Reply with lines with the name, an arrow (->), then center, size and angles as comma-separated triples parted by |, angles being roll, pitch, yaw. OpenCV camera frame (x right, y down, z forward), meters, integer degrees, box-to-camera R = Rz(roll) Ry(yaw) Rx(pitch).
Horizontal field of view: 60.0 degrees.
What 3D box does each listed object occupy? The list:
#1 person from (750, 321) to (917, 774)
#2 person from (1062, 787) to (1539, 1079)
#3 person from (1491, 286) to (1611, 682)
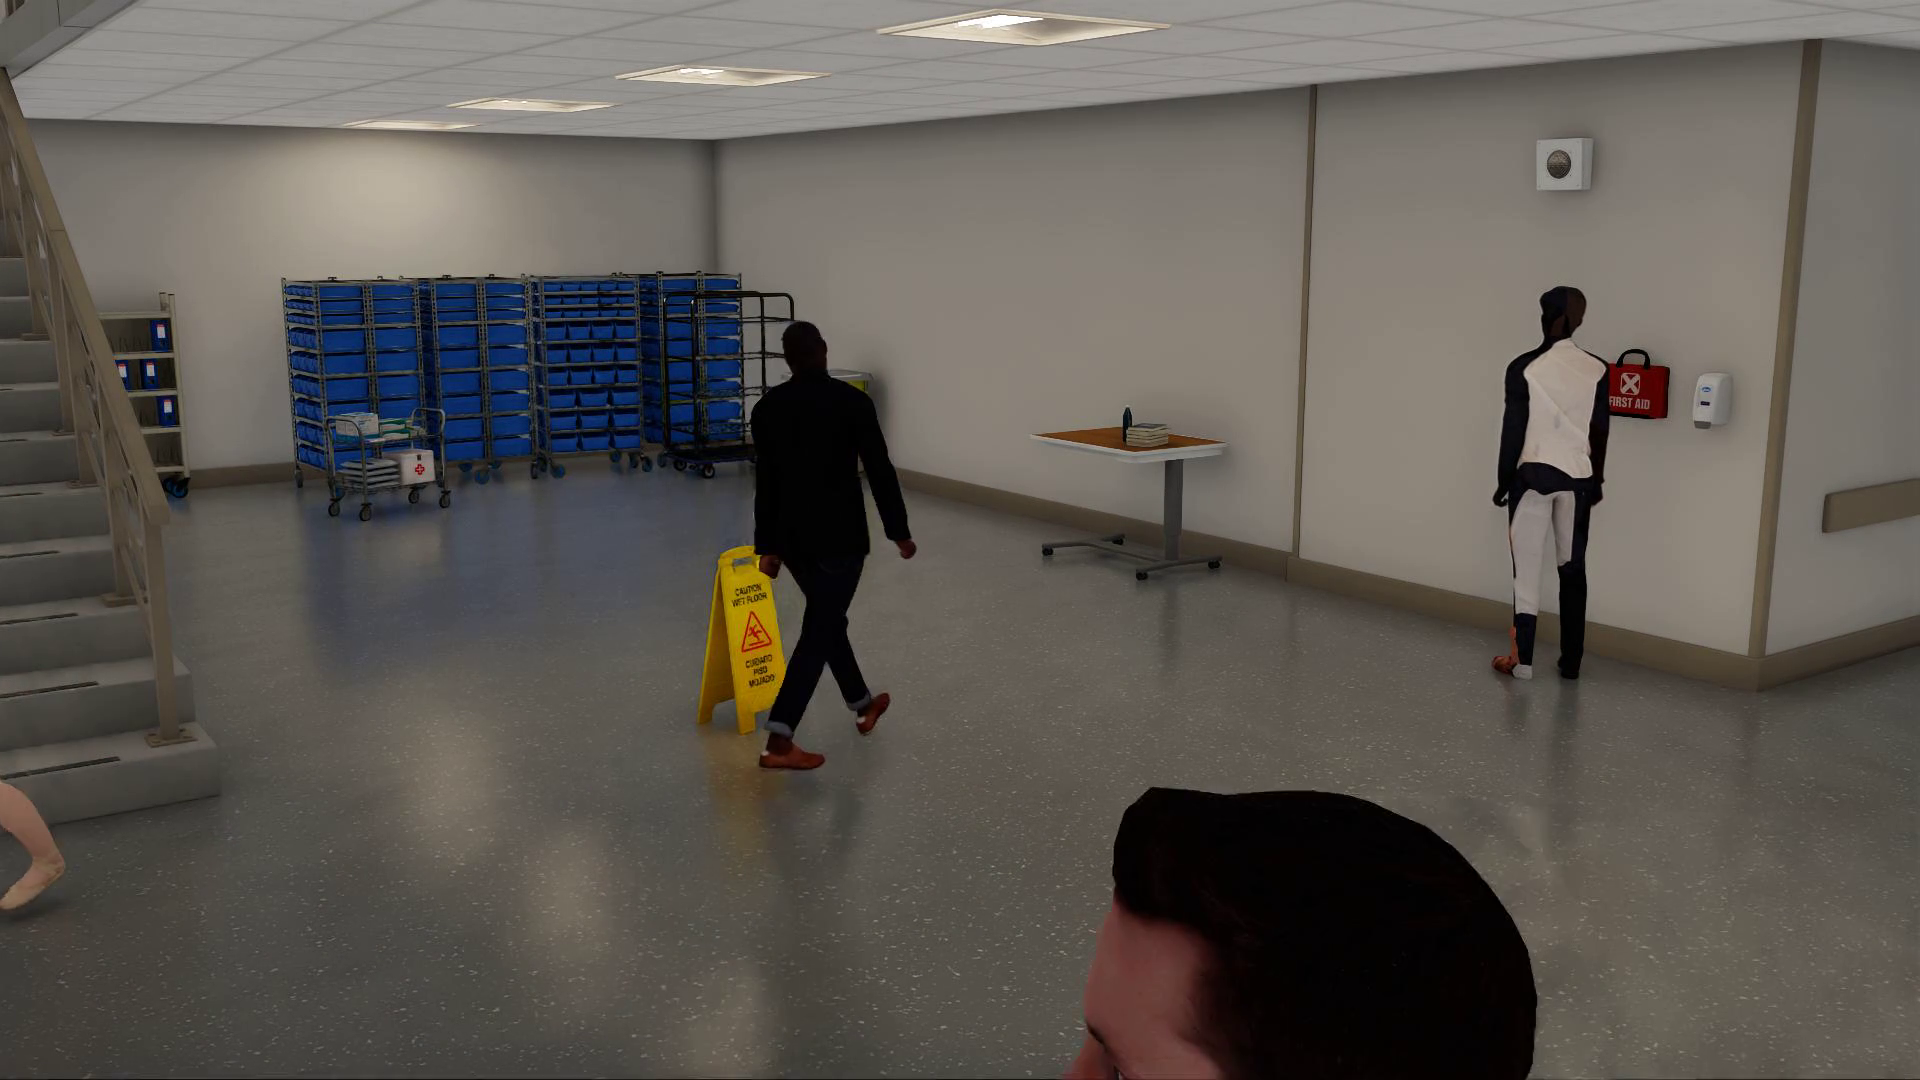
person -> -0.602, 0.070, 6.592 | 1.235, 1.757, 1.065 | 7, 13, 34
person -> 0.285, 1.075, 0.946 | 1.046, 1.887, 0.985 | 2, 11, 10
person -> 2.855, -0.272, 8.028 | 0.778, 1.893, 0.794 | 0, 11, -1
